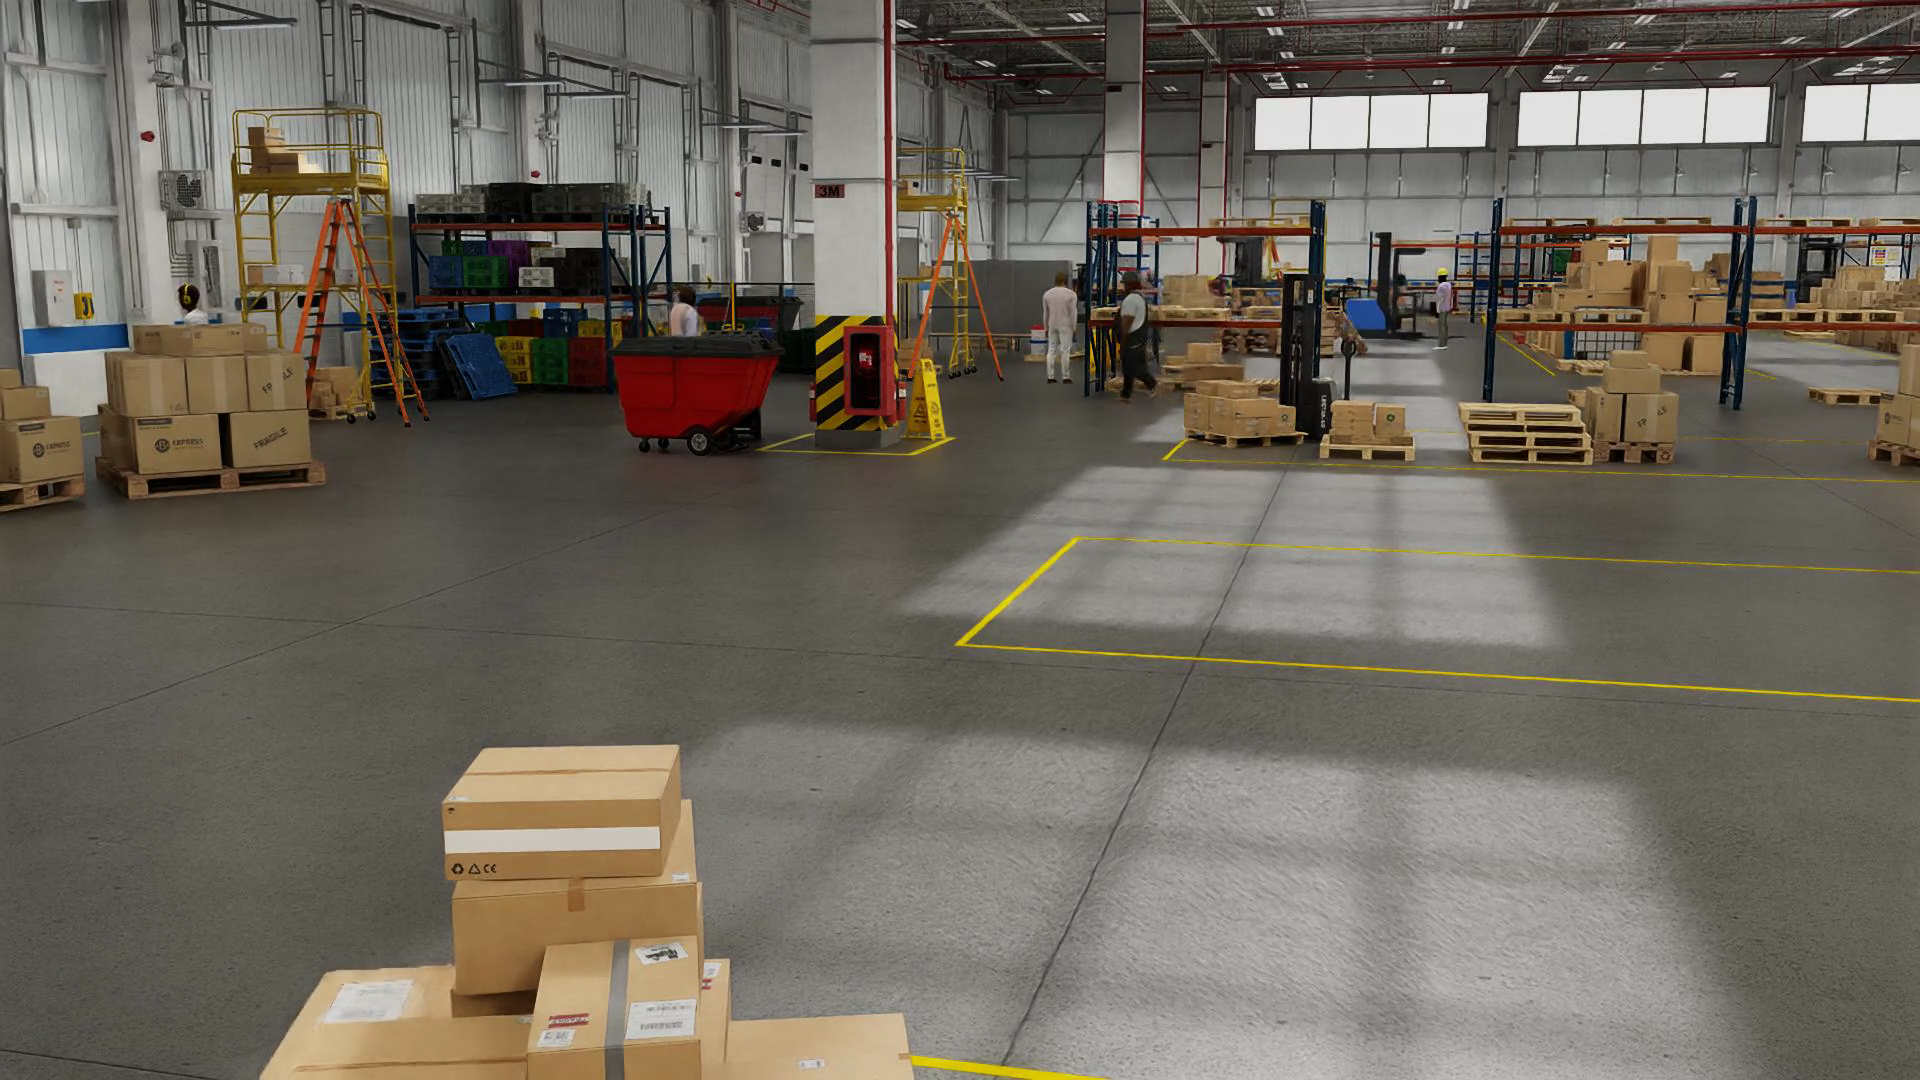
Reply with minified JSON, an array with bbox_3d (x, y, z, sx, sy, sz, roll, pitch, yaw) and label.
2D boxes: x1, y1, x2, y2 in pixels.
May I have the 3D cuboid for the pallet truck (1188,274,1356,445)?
[{"bbox_3d":[3.653,-2.138,19.590,1.885,1.965,0.823,-4,10,-20],"label":"pallet truck"}]

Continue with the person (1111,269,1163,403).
[{"bbox_3d":[2.618,-3.021,24.660,0.743,2.000,0.690,3,10,16],"label":"person"}]

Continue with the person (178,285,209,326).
[{"bbox_3d":[-8.827,-2.013,19.245,0.309,1.864,0.535,-1,10,-6],"label":"person"}]

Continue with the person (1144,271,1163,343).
[{"bbox_3d":[4.871,-5.965,42.461,0.698,1.877,0.575,-8,13,-40],"label":"person"}]

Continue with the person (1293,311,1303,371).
[{"bbox_3d":[6.625,-4.097,31.900,0.325,1.736,0.487,6,11,32],"label":"person"}]

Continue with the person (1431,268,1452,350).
[{"bbox_3d":[11.379,-5.445,39.265,0.364,1.927,0.588,7,12,34],"label":"person"}]

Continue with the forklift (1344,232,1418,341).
[{"bbox_3d":[11.020,-6.619,43.377,1.873,2.768,1.129,2,10,14],"label":"forklift"}]

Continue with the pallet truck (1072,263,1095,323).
[{"bbox_3d":[4.325,-8.180,55.162,0.823,1.965,1.885,6,11,31],"label":"pallet truck"}]

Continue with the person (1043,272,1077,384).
[{"bbox_3d":[1.722,-3.649,28.692,0.629,1.931,0.368,5,11,26],"label":"person"}]

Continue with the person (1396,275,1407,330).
[{"bbox_3d":[12.436,-6.633,46.941,0.318,1.696,0.532,9,13,42],"label":"person"}]

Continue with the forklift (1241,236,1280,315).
[{"bbox_3d":[8.937,-7.892,50.871,1.873,2.768,1.129,-2,10,-12],"label":"forklift"}]

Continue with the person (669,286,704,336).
[{"bbox_3d":[-3.690,-2.519,22.440,0.969,1.800,0.641,-8,13,-40],"label":"person"}]

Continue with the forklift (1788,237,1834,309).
[{"bbox_3d":[27.807,-8.451,54.165,1.129,2.768,1.873,2,10,14],"label":"forklift"}]
